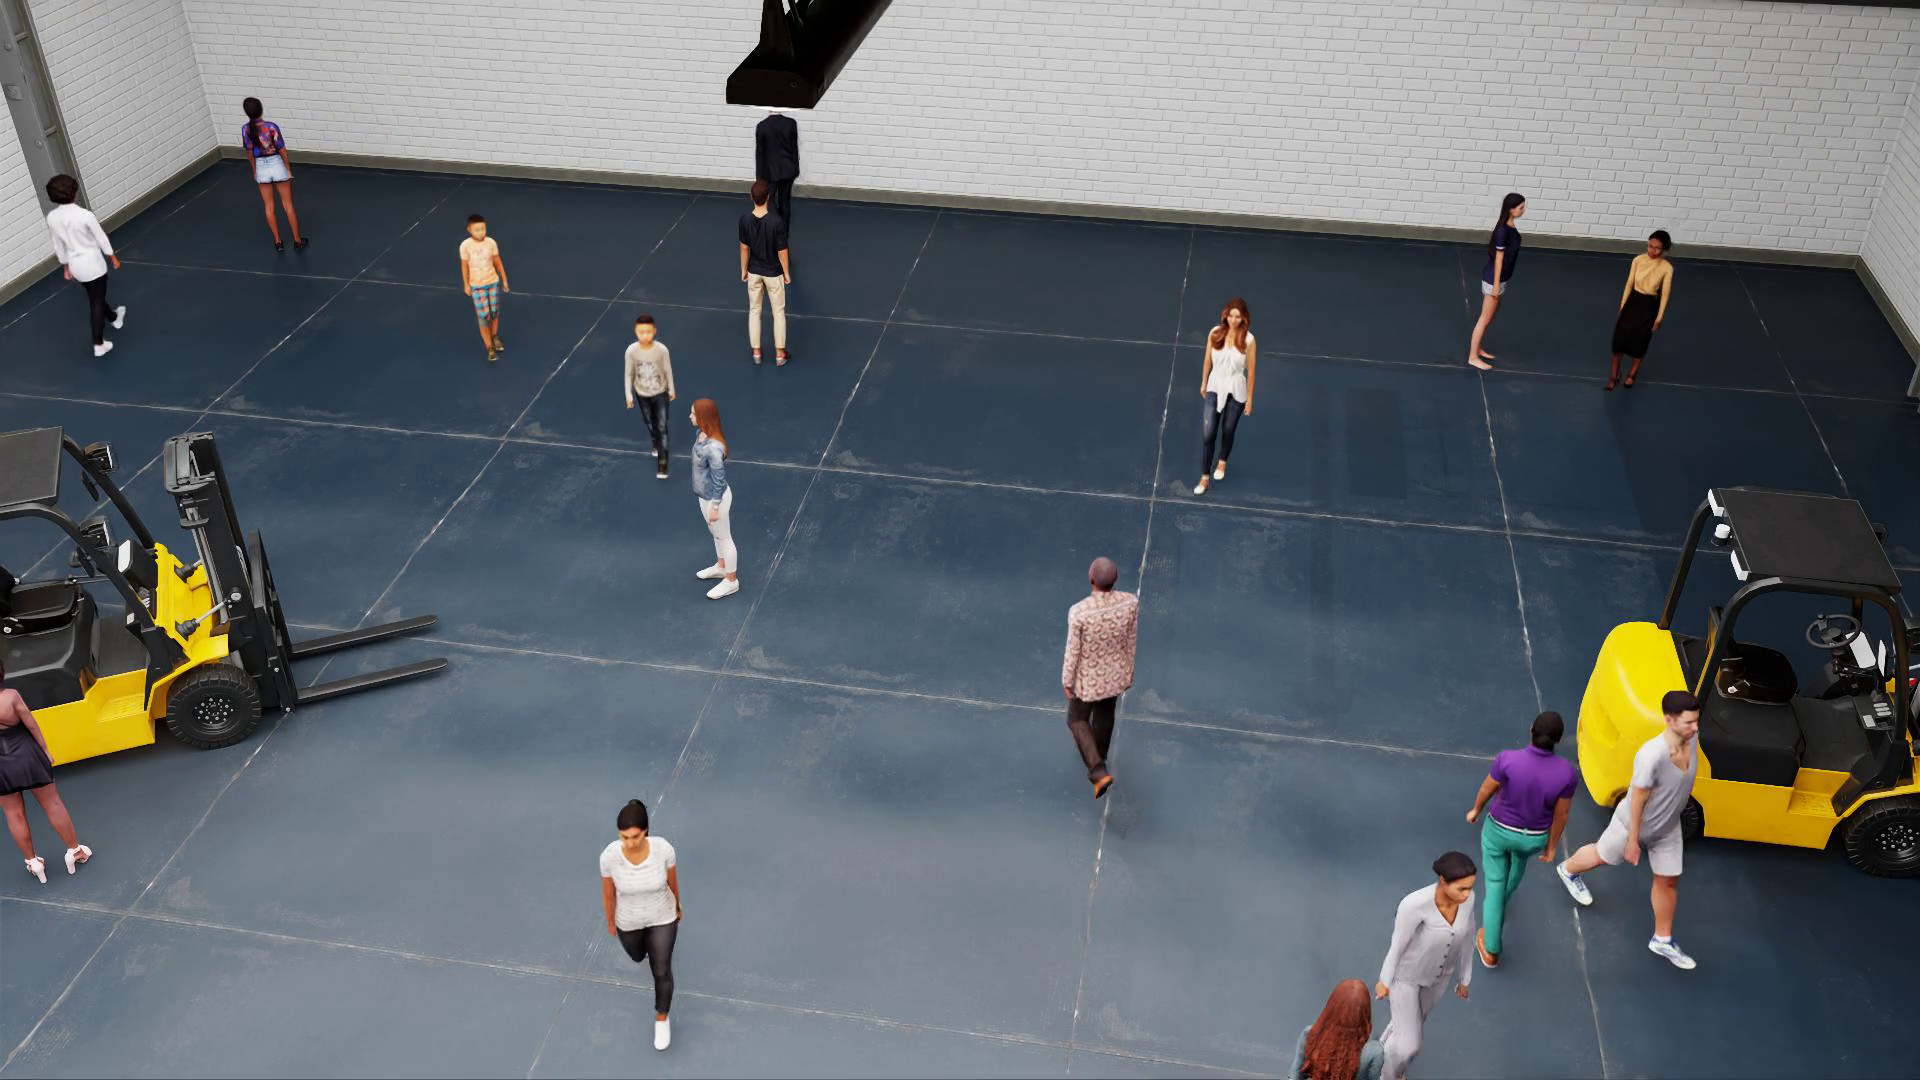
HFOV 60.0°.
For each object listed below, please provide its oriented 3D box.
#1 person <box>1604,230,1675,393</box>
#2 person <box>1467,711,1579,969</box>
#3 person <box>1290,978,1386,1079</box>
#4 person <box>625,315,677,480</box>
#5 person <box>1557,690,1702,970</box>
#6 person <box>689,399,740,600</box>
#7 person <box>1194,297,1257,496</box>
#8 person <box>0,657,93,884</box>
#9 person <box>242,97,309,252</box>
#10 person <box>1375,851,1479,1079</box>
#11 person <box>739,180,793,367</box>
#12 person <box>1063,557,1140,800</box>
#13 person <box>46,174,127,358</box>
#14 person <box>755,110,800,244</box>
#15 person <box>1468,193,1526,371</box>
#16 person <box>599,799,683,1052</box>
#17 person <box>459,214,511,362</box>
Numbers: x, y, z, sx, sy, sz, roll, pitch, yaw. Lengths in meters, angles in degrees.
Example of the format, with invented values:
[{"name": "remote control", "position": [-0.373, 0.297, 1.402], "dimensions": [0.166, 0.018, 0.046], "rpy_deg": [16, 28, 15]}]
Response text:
[{"name": "person", "position": [6.483, -2.171, 15.733], "dimensions": [0.740, 1.641, 0.799], "rpy_deg": [24, 41, 32]}, {"name": "person", "position": [3.251, 1.788, 9.691], "dimensions": [0.668, 1.735, 0.962], "rpy_deg": [3, 34, 5]}, {"name": "person", "position": [1.787, 2.858, 8.091], "dimensions": [0.714, 1.726, 1.021], "rpy_deg": [12, 35, 17]}, {"name": "person", "position": [-2.715, -1.323, 14.650], "dimensions": [0.733, 1.428, 1.029], "rpy_deg": [-3, 34, -4]}, {"name": "person", "position": [4.009, 1.609, 9.895], "dimensions": [1.215, 1.808, 1.319], "rpy_deg": [-19, 38, -26]}, {"name": "person", "position": [-1.900, -0.349, 12.937], "dimensions": [0.750, 1.703, 0.642], "rpy_deg": [-13, 36, -19]}, {"name": "person", "position": [2.311, -1.300, 14.312], "dimensions": [0.729, 1.764, 0.918], "rpy_deg": [11, 35, 16]}, {"name": "person", "position": [-5.819, 1.387, 10.246], "dimensions": [0.646, 1.790, 0.682], "rpy_deg": [-13, 36, -19]}, {"name": "person", "position": [-7.668, -4.079, 18.510], "dimensions": [0.650, 1.744, 0.616], "rpy_deg": [-4, 34, -6]}, {"name": "person", "position": [2.437, 2.267, 8.987], "dimensions": [0.799, 1.717, 0.835], "rpy_deg": [-11, 35, -16]}, {"name": "person", "position": [-1.891, -2.594, 16.179], "dimensions": [0.631, 1.851, 0.541], "rpy_deg": [6, 34, 9]}, {"name": "person", "position": [0.943, 0.928, 10.938], "dimensions": [0.974, 1.787, 1.096], "rpy_deg": [-12, 36, -18]}, {"name": "person", "position": [-8.619, -2.666, 16.368], "dimensions": [0.719, 1.763, 1.140], "rpy_deg": [1, 34, 2]}, {"name": "person", "position": [-1.992, -4.055, 18.435], "dimensions": [0.924, 1.788, 1.019], "rpy_deg": [-12, 36, -18]}, {"name": "person", "position": [5.205, -2.537, 16.172], "dimensions": [0.688, 1.765, 0.536], "rpy_deg": [14, 36, 19]}, {"name": "person", "position": [-1.775, 2.056, 9.395], "dimensions": [0.780, 1.617, 1.084], "rpy_deg": [-4, 34, -6]}, {"name": "person", "position": [-4.736, -2.557, 16.486], "dimensions": [0.804, 1.450, 0.873], "rpy_deg": [-19, 38, -26]}]
